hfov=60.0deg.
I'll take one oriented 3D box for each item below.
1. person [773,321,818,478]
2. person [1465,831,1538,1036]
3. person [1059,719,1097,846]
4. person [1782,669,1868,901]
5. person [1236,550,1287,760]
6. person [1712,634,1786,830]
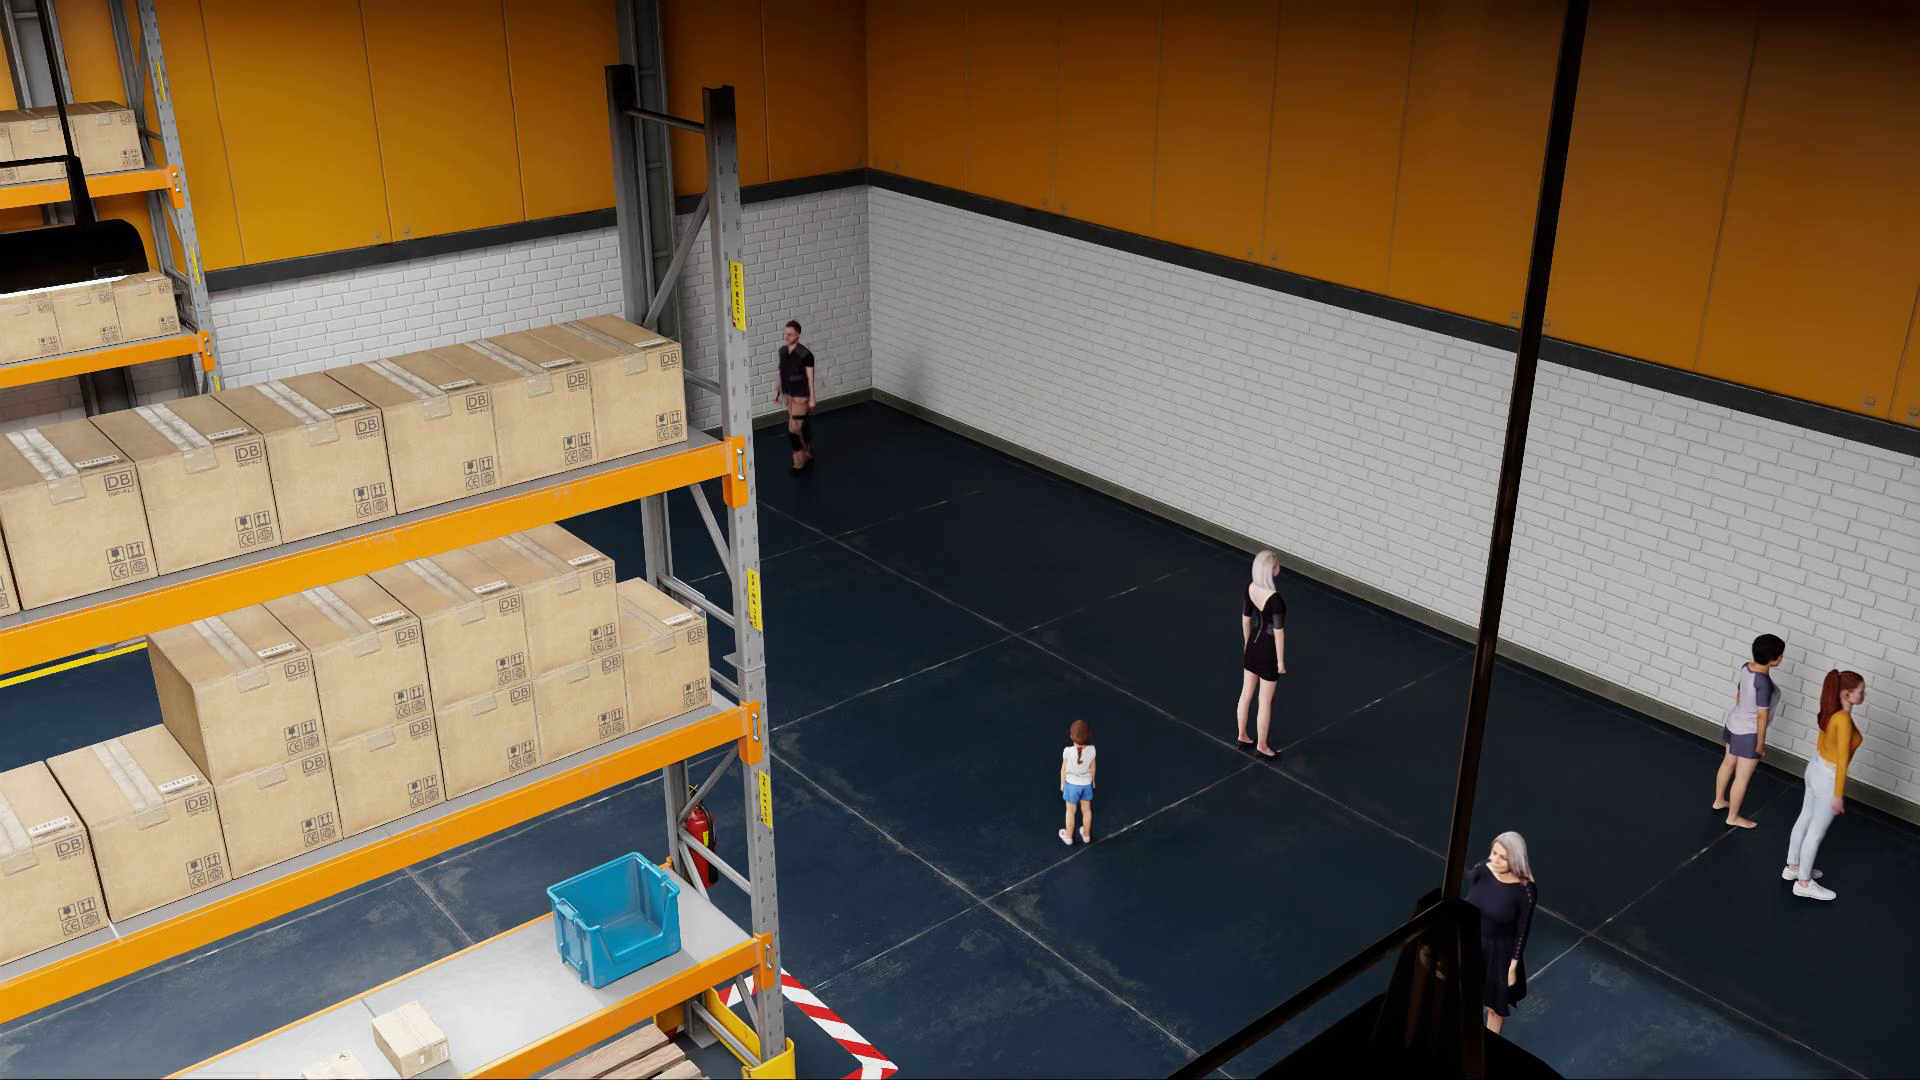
[{"bbox_3d":[-1.820,-1.697,19.446,0.849,1.818,0.707,-20,31,-39],"label":"person"},{"bbox_3d":[3.170,2.491,9.954,0.554,1.747,0.590,-19,30,-37],"label":"person"},{"bbox_3d":[0.884,1.806,12.429,0.448,1.018,0.532,-4,24,-10],"label":"person"},{"bbox_3d":[6.111,1.703,11.753,0.743,1.750,0.670,4,24,10],"label":"person"},{"bbox_3d":[2.442,0.922,13.441,0.518,1.830,0.592,-15,28,-31],"label":"person"},{"bbox_3d":[5.989,1.418,12.632,0.696,1.568,0.647,0,24,1],"label":"person"}]
